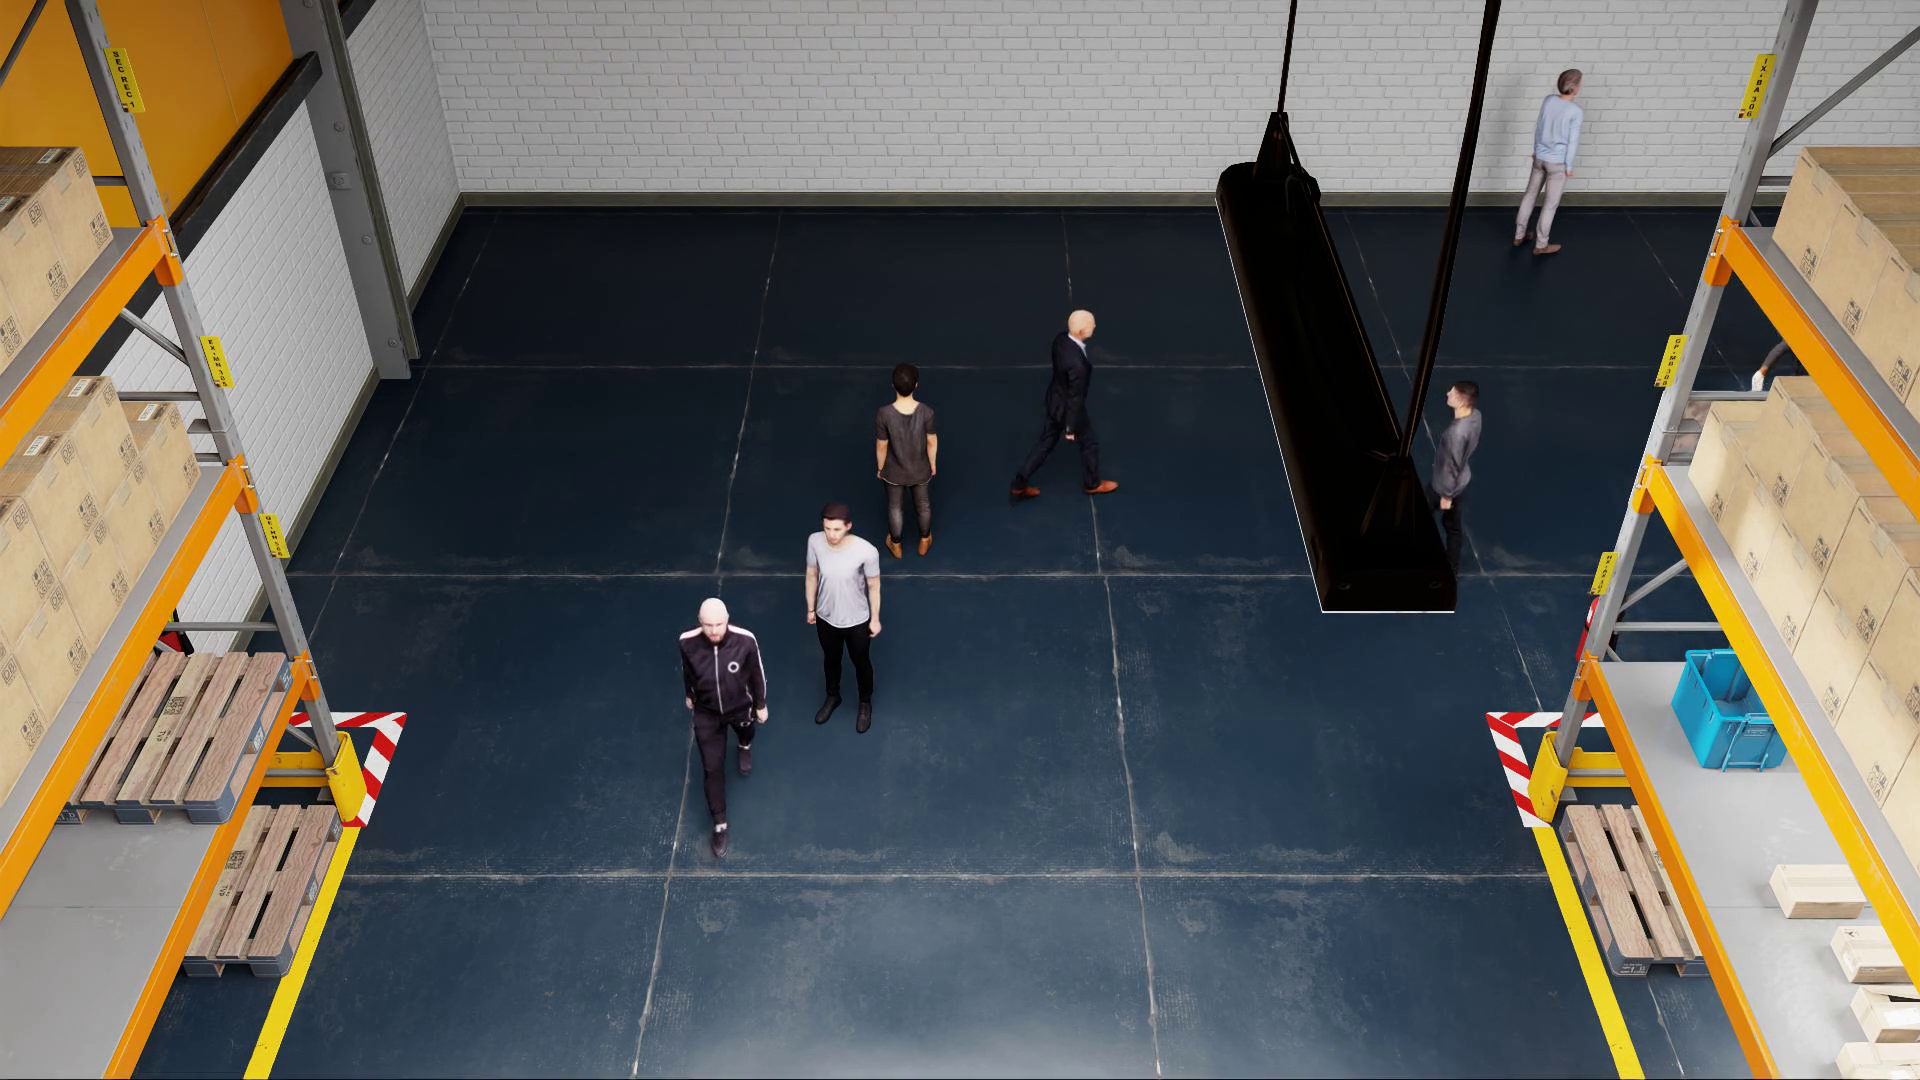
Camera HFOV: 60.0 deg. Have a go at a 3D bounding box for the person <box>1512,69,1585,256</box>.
[{"bbox_3d":[5.875,-3.765,16.523,0.804,1.893,0.691,-20,43,-23],"label":"person"}]

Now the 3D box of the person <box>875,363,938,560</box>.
[{"bbox_3d":[-0.404,-0.592,12.690,0.635,1.717,0.569,-3,39,-4],"label":"person"}]

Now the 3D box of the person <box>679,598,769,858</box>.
[{"bbox_3d":[-1.483,1.003,10.641,0.763,1.781,1.265,-3,39,-3],"label":"person"}]

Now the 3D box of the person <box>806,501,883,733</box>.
[{"bbox_3d":[-0.776,0.498,11.208,0.733,1.863,0.645,10,40,13],"label":"person"}]

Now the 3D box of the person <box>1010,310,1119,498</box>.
[{"bbox_3d":[0.767,-1.022,13.192,1.011,1.764,1.181,-13,40,-15],"label":"person"}]
